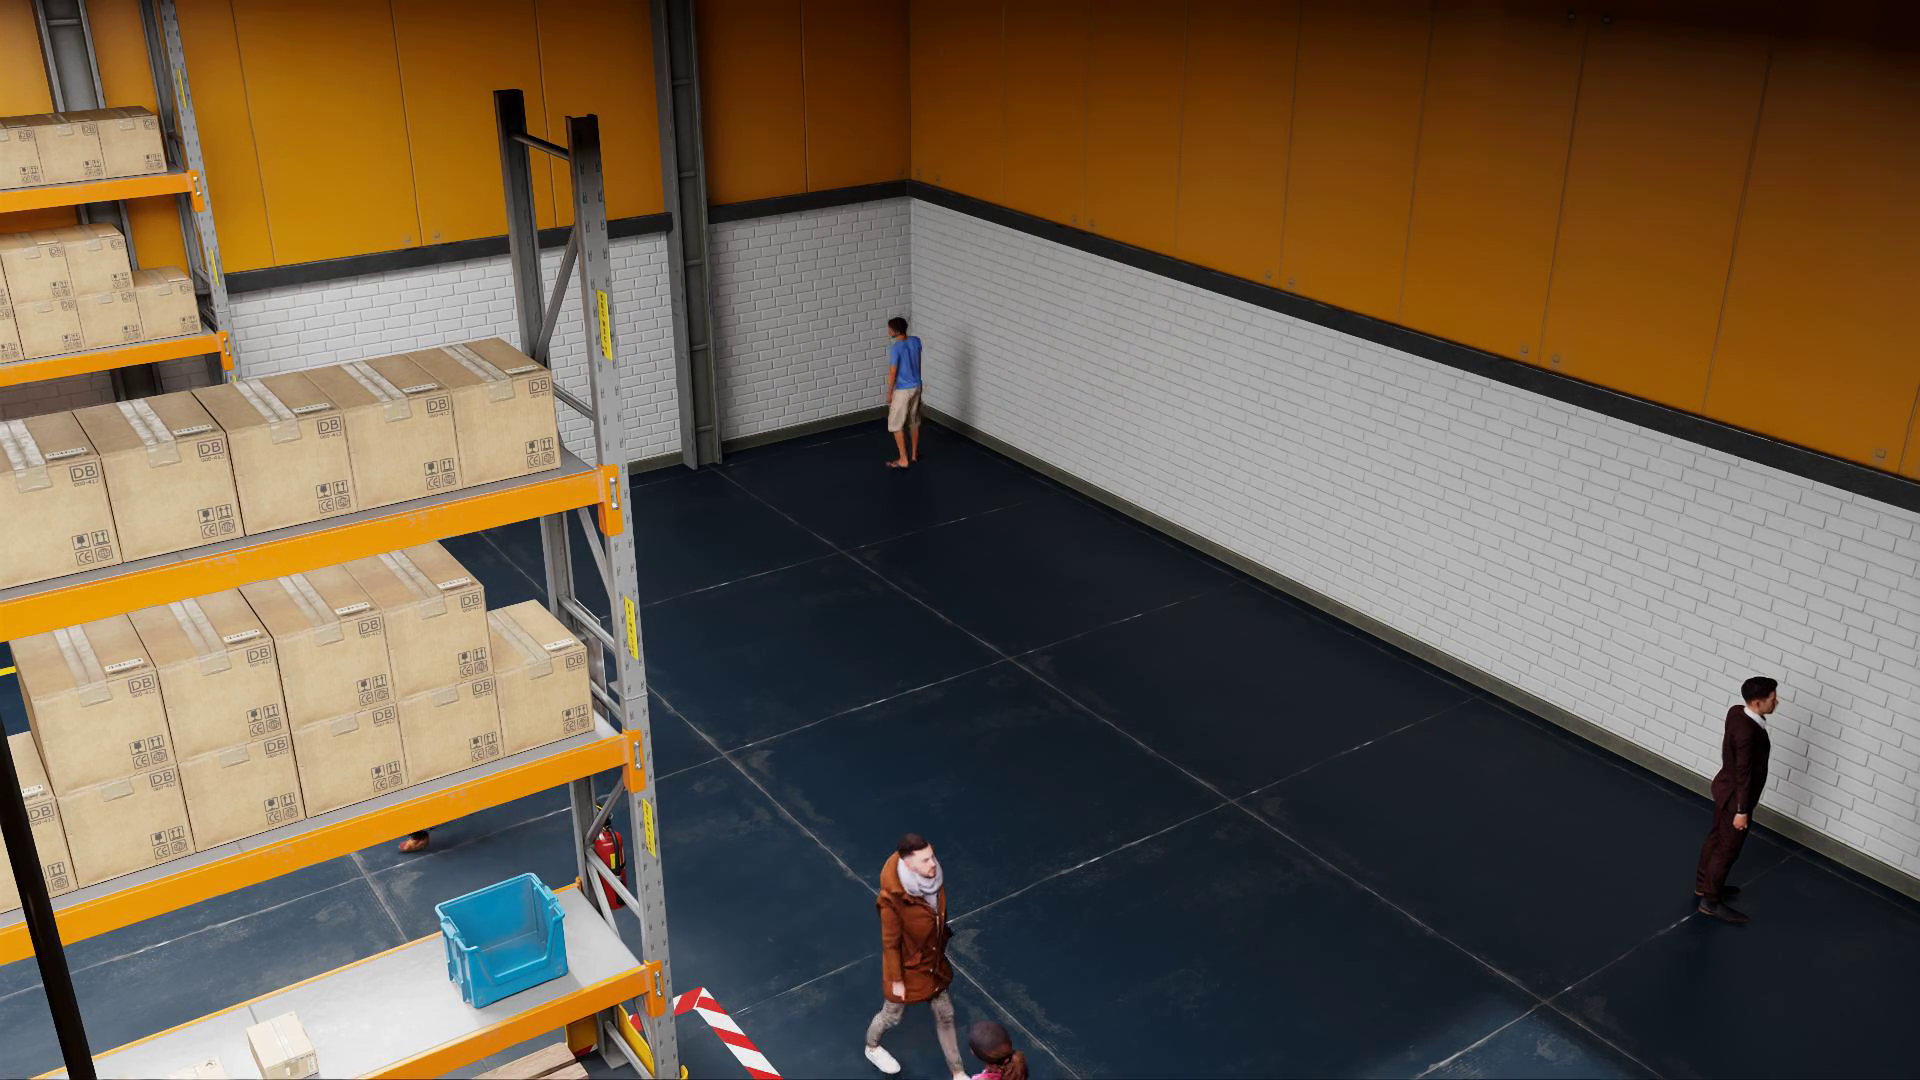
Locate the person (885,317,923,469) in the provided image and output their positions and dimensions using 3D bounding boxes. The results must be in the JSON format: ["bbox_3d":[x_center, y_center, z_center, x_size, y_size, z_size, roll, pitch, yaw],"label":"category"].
[{"bbox_3d":[-0.609,-1.801,19.934,0.595,1.841,0.878,-12,26,-25],"label":"person"}]

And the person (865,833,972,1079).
[{"bbox_3d":[-0.346,2.551,10.043,1.007,1.790,1.176,17,29,33],"label":"person"}]

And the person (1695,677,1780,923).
[{"bbox_3d":[5.460,1.784,11.704,0.842,1.865,0.766,6,24,13],"label":"person"}]

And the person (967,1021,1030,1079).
[{"bbox_3d":[0.261,3.235,8.588,0.724,1.702,0.632,-15,28,-30],"label":"person"}]
